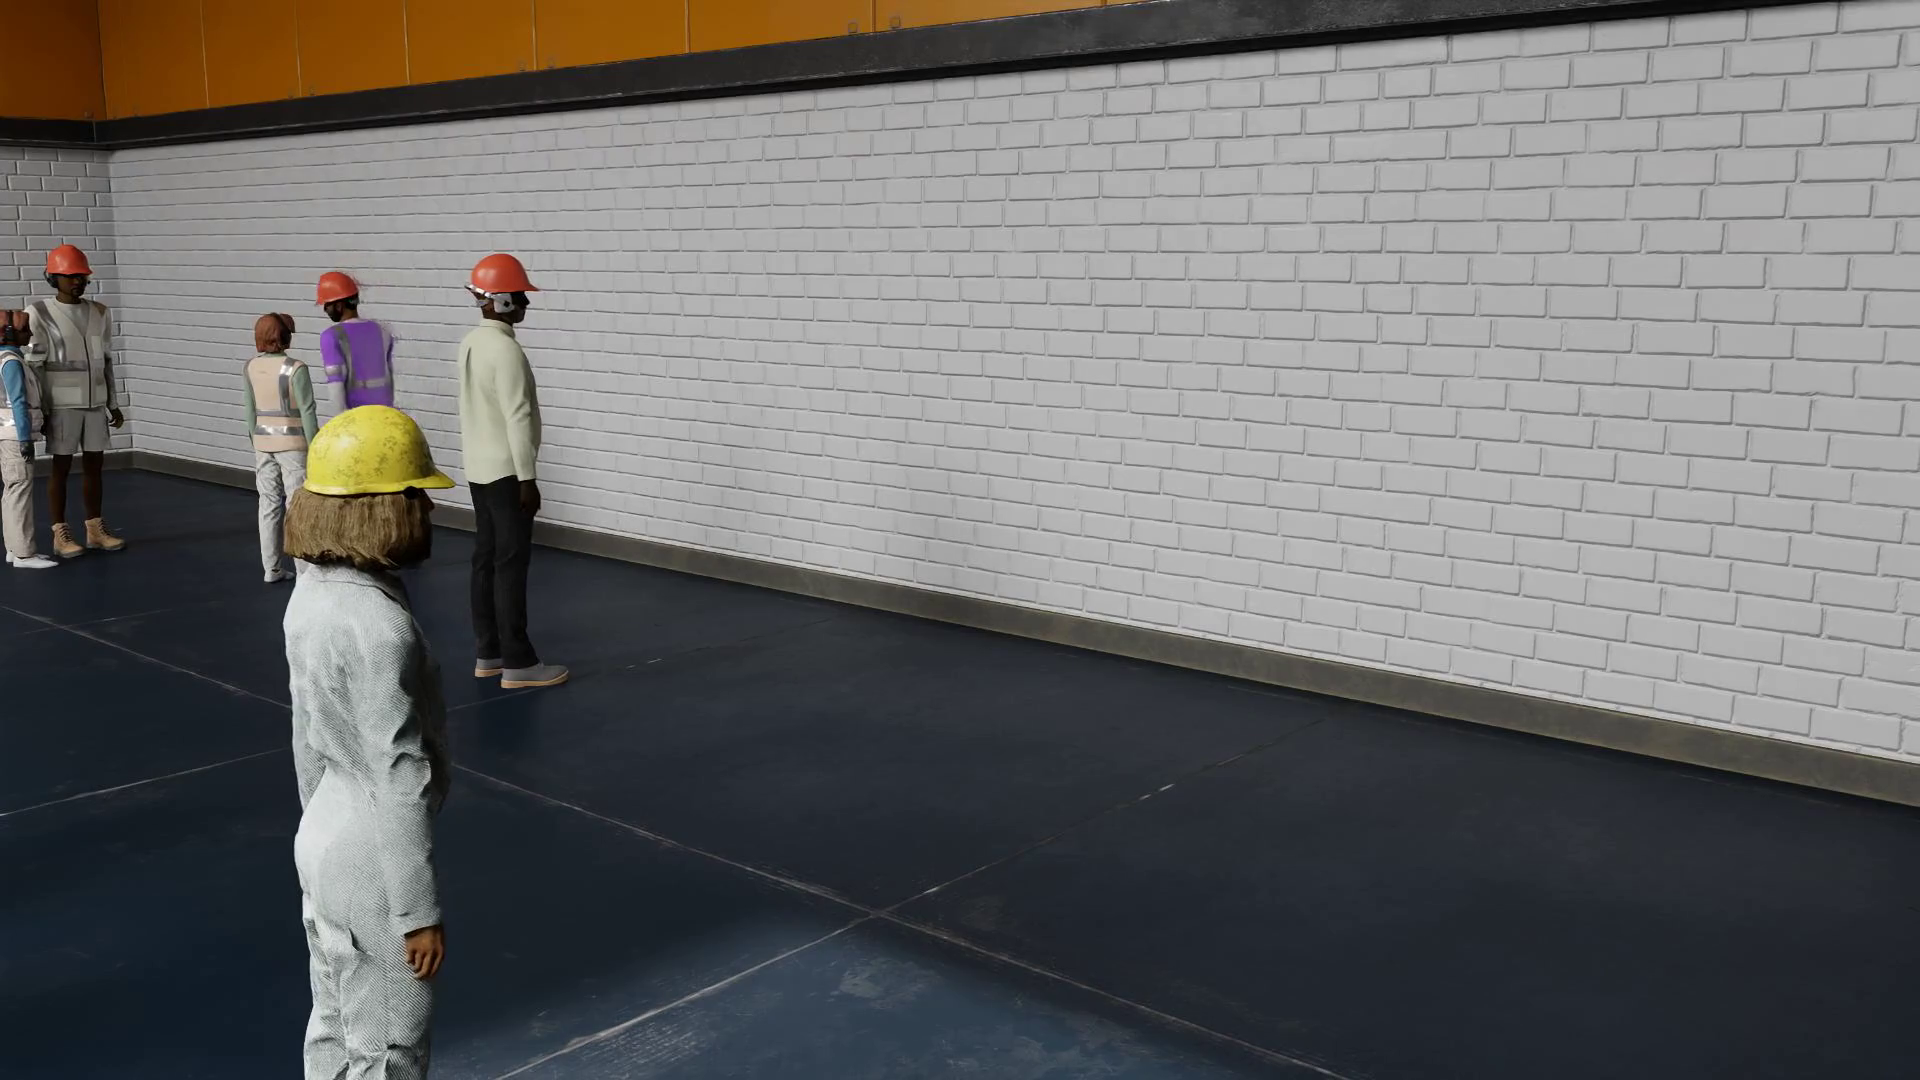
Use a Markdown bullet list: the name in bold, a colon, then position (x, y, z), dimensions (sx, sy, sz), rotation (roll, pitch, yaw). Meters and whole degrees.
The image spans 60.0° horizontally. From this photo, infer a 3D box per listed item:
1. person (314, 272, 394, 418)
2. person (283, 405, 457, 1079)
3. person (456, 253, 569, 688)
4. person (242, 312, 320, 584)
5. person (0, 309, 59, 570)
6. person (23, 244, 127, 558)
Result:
- **person**: position (-3.917, -0.800, 10.828), dimensions (1.033, 1.860, 0.578), rotation (8, 12, 37)
- **person**: position (-1.070, 0.619, 3.103), dimensions (0.323, 1.742, 0.492), rotation (-7, 12, -37)
- **person**: position (-2.104, -0.317, 7.715), dimensions (0.380, 1.996, 0.608), rotation (-8, 12, -37)
- **person**: position (-4.047, -0.536, 9.963), dimensions (0.511, 1.645, 0.307), rotation (4, 11, 22)
- **person**: position (-5.960, -0.634, 10.533), dimensions (0.310, 1.638, 0.523), rotation (-7, 12, -36)
- **person**: position (-5.808, -0.913, 10.972), dimensions (0.395, 2.042, 0.611), rotation (5, 11, 27)
